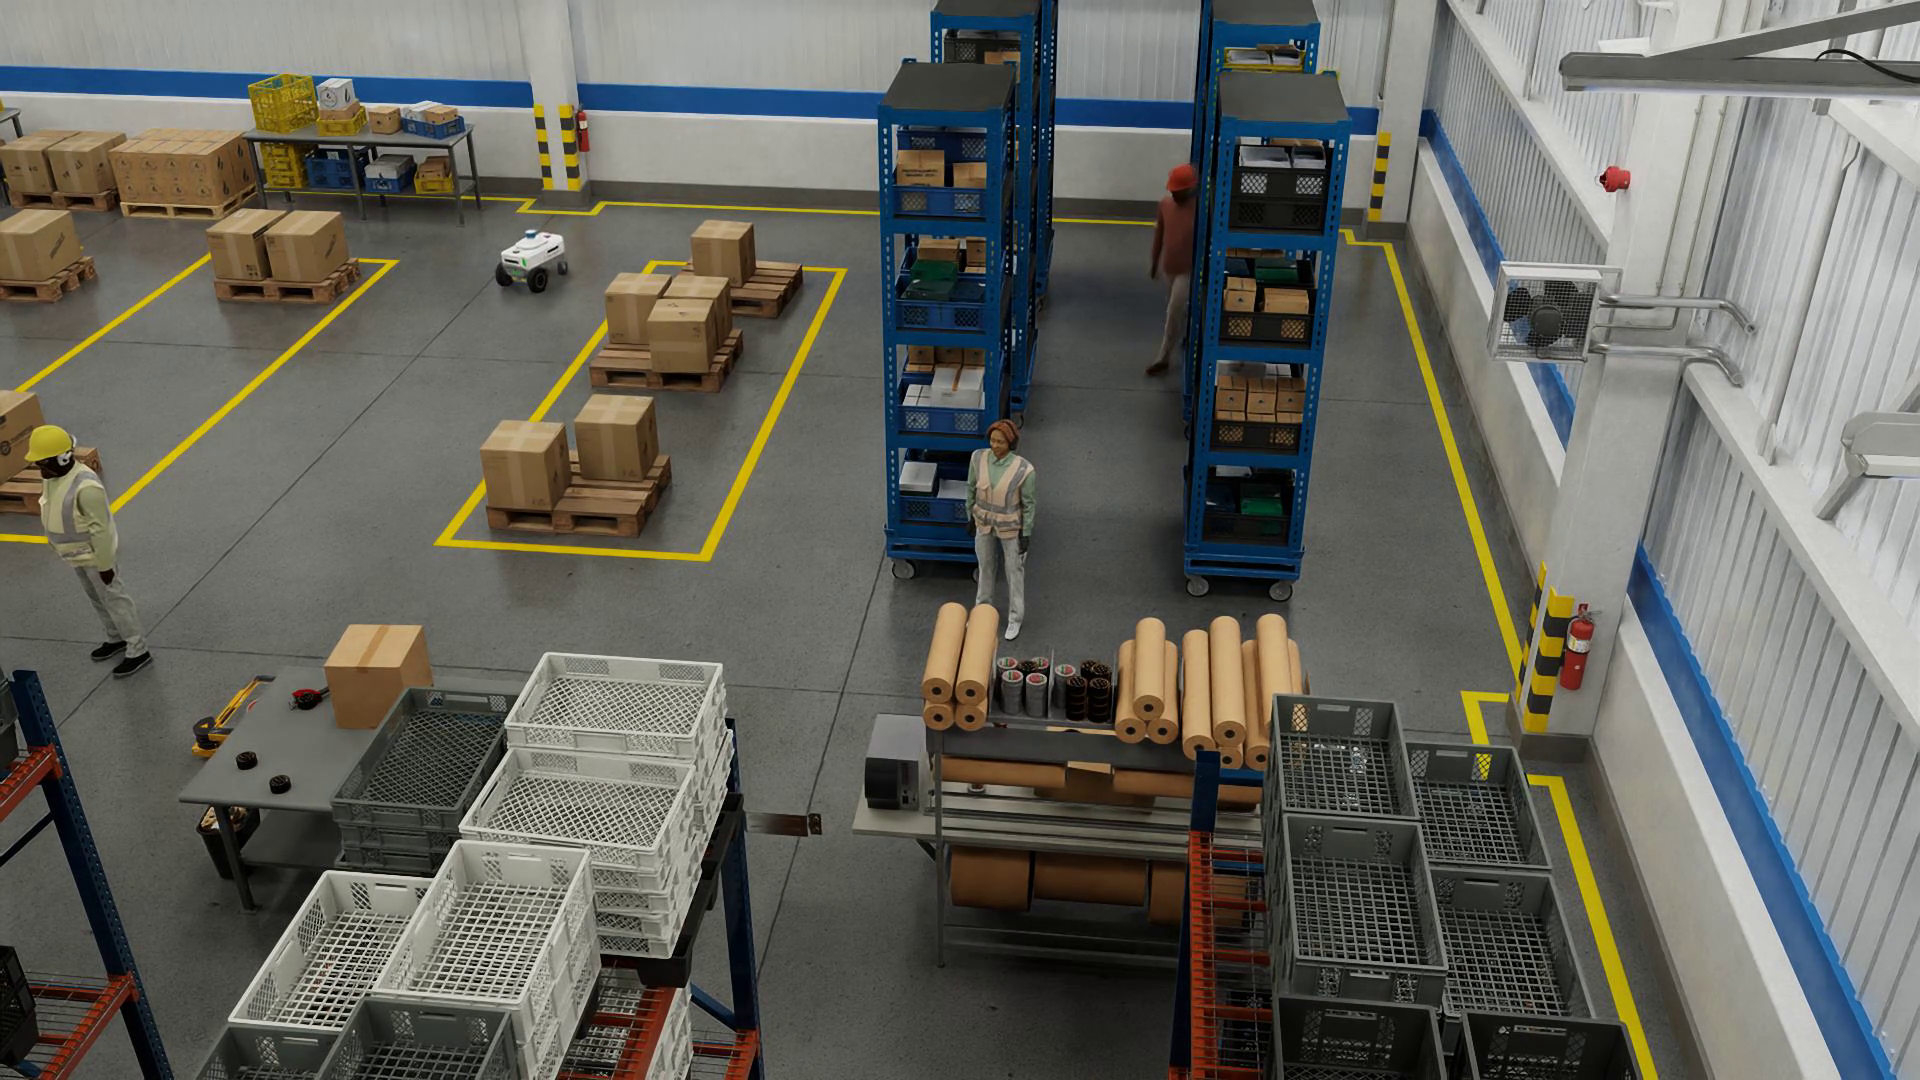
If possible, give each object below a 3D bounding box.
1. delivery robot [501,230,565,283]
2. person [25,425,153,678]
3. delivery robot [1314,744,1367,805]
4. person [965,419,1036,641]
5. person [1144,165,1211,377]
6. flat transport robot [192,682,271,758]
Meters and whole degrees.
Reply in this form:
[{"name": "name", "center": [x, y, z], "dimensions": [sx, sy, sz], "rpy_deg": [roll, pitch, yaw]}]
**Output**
[{"name": "delivery robot", "center": [-4.475, -3.007, 17.441], "dimensions": [0.477, 0.478, 0.707], "rpy_deg": [13, 33, 22]}, {"name": "person", "center": [-5.796, 0.056, 11.018], "dimensions": [0.590, 1.823, 0.403], "rpy_deg": [23, 38, 34]}, {"name": "delivery robot", "center": [2.293, 1.446, 9.792], "dimensions": [0.477, 0.478, 0.707], "rpy_deg": [-8, 31, -14]}, {"name": "person", "center": [0.274, -0.085, 11.436], "dimensions": [0.514, 1.645, 0.307], "rpy_deg": [15, 33, 24]}, {"name": "person", "center": [2.068, -2.554, 15.384], "dimensions": [0.965, 1.945, 0.632], "rpy_deg": [-25, 38, -36]}, {"name": "flat transport robot", "center": [-4.089, 1.163, 10.648], "dimensions": [1.431, 0.197, 0.652], "rpy_deg": [3, 30, 6]}]
